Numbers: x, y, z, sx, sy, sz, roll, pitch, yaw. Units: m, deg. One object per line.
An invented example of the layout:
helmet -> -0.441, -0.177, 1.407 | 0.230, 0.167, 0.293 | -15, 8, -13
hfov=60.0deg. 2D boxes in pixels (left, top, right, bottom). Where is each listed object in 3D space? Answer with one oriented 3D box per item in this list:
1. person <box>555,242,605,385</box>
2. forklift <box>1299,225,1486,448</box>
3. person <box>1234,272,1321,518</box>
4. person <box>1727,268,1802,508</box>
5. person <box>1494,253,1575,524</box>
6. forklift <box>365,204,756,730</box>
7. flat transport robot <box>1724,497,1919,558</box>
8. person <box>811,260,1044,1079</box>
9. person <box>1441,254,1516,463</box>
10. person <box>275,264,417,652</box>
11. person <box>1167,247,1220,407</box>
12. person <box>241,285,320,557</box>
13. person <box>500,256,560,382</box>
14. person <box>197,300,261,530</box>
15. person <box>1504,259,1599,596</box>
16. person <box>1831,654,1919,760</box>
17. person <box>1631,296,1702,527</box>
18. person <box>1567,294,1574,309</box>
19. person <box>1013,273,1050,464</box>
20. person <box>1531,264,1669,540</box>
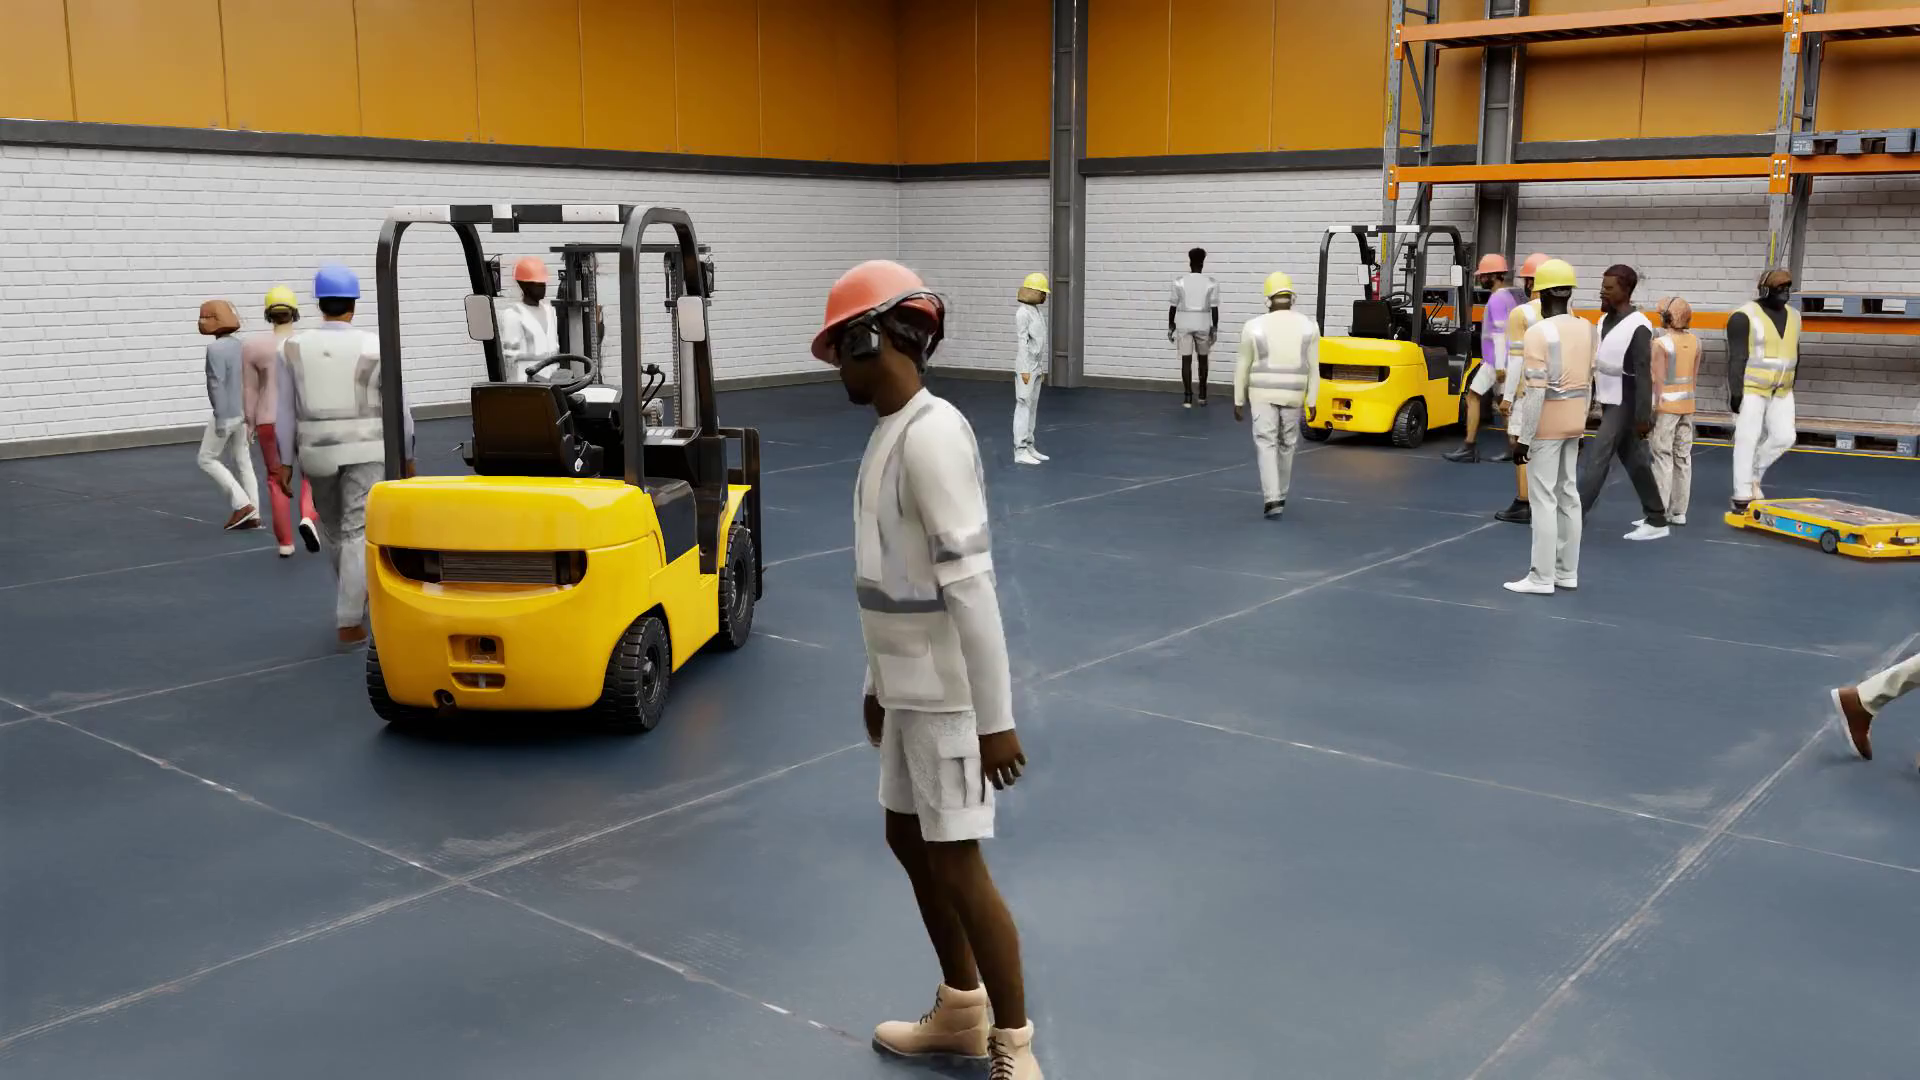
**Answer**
person -> -4.206, -2.268, 18.266 | 0.704, 2.000, 0.599 | 10, 14, 43
forklift -> 4.449, -2.115, 16.993 | 1.214, 2.155, 2.313 | 8, 13, 38
person -> 2.335, -1.069, 12.293 | 0.610, 1.804, 0.766 | 0, 10, -2
person -> 6.049, -1.124, 12.540 | 0.632, 1.830, 0.437 | -2, 10, -13
person -> 4.122, -1.083, 11.981 | 0.543, 1.939, 0.360 | -5, 11, -24
forklift -> -1.766, -0.406, 7.525 | 1.214, 2.155, 2.313 | 1, 10, 7
flat transport robot -> 5.894, -0.104, 11.181 | 0.652, 0.197, 1.431 | -2, 10, -12
person -> -0.057, 0.352, 3.901 | 0.513, 1.989, 0.761 | -3, 11, -15
person -> 4.792, -1.644, 15.186 | 0.829, 1.904, 0.555 | 5, 12, 27
person -> -3.100, -0.442, 8.515 | 0.649, 1.901, 0.955 | 0, 10, -3
person -> 2.868, -2.619, 20.502 | 0.616, 1.937, 0.858 | 1, 10, 3
person -> -4.288, -0.738, 10.606 | 0.528, 1.755, 0.471 | -3, 11, -17
person -> -3.255, -1.174, 12.548 | 0.696, 1.916, 0.554 | 5, 11, 24
person -> -5.108, -0.854, 11.606 | 0.374, 1.624, 0.515 | 0, 10, 1
person -> 3.391, -0.640, 9.570 | 0.594, 1.922, 0.375 | -7, 13, -35
person -> 3.705, 0.038, 6.087 | 0.517, 1.837, 0.837 | -8, 13, -39
person -> 5.009, -0.893, 11.753 | 0.512, 1.642, 0.311 | -6, 12, -31
person -> 5.848, -1.862, 16.569 | 0.506, 1.843, 0.350 | -5, 11, -25
person -> 0.669, -1.569, 15.239 | 0.305, 1.736, 0.484 | 3, 11, 19
person -> 4.383, -0.901, 11.175 | 1.019, 1.867, 0.587 | 0, 10, 0
